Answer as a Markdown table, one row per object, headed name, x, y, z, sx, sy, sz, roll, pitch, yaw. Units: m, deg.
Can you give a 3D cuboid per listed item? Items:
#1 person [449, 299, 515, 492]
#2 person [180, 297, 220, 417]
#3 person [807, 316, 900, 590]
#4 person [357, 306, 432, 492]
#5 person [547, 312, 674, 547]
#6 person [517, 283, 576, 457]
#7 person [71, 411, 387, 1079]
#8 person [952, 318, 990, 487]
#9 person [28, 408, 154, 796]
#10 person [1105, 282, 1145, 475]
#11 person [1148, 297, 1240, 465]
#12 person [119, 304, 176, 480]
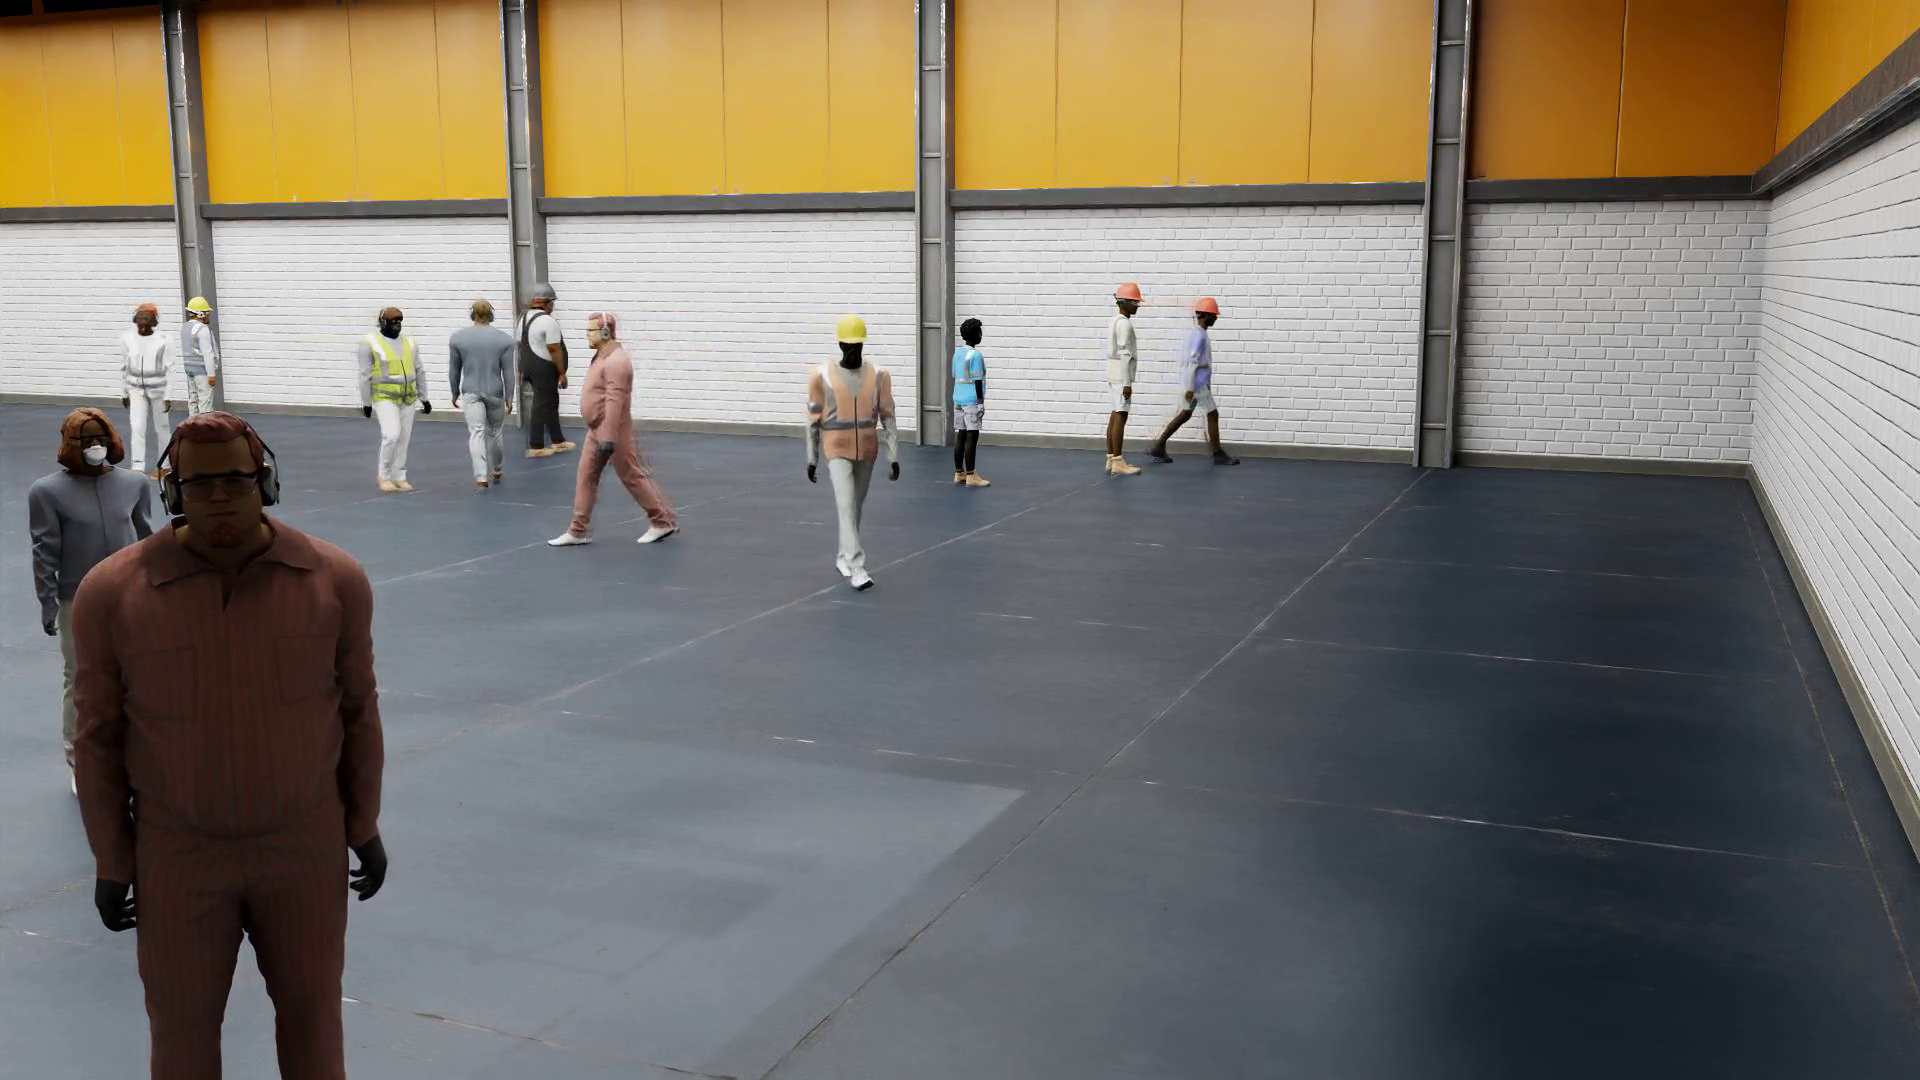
| name | x | y | z | sx | sy | sz | roll | pitch | yaw |
| --- | --- | --- | --- | --- | --- | --- | --- | --- | --- |
| person | -4.761 | -1.451 | 16.612 | 0.633 | 1.885 | 1.025 | -3 | 10 | -18 |
| person | -9.420 | -2.096 | 20.670 | 0.591 | 1.834 | 0.404 | 8 | 12 | 39 |
| person | -0.733 | -0.614 | 11.563 | 0.608 | 1.871 | 0.983 | -4 | 10 | -21 |
| person | -5.534 | -1.371 | 16.297 | 0.455 | 1.822 | 0.629 | 7 | 12 | 36 |
| person | -2.756 | -0.874 | 13.195 | 0.977 | 1.865 | 0.659 | -5 | 10 | -26 |
| person | -4.753 | -2.000 | 19.464 | 0.838 | 2.000 | 0.713 | -8 | 12 | -40 |
| person | -1.599 | 0.666 | 3.712 | 0.639 | 1.908 | 0.409 | -5 | 11 | -30 |
| person | 0.107 | -1.381 | 16.751 | 0.316 | 1.695 | 0.542 | -4 | 10 | -25 |
| person | -3.632 | 0.253 | 7.036 | 0.275 | 1.632 | 0.507 | 8 | 12 | 39 |
| person | 1.755 | -1.716 | 17.745 | 0.394 | 2.040 | 0.609 | -1 | 9 | -4 |
| person | 2.594 | -1.768 | 18.550 | 1.009 | 1.887 | 0.566 | 1 | 9 | 6 |
| person | -8.290 | -1.487 | 16.974 | 0.598 | 1.829 | 0.911 | -1 | 9 | -7 |
